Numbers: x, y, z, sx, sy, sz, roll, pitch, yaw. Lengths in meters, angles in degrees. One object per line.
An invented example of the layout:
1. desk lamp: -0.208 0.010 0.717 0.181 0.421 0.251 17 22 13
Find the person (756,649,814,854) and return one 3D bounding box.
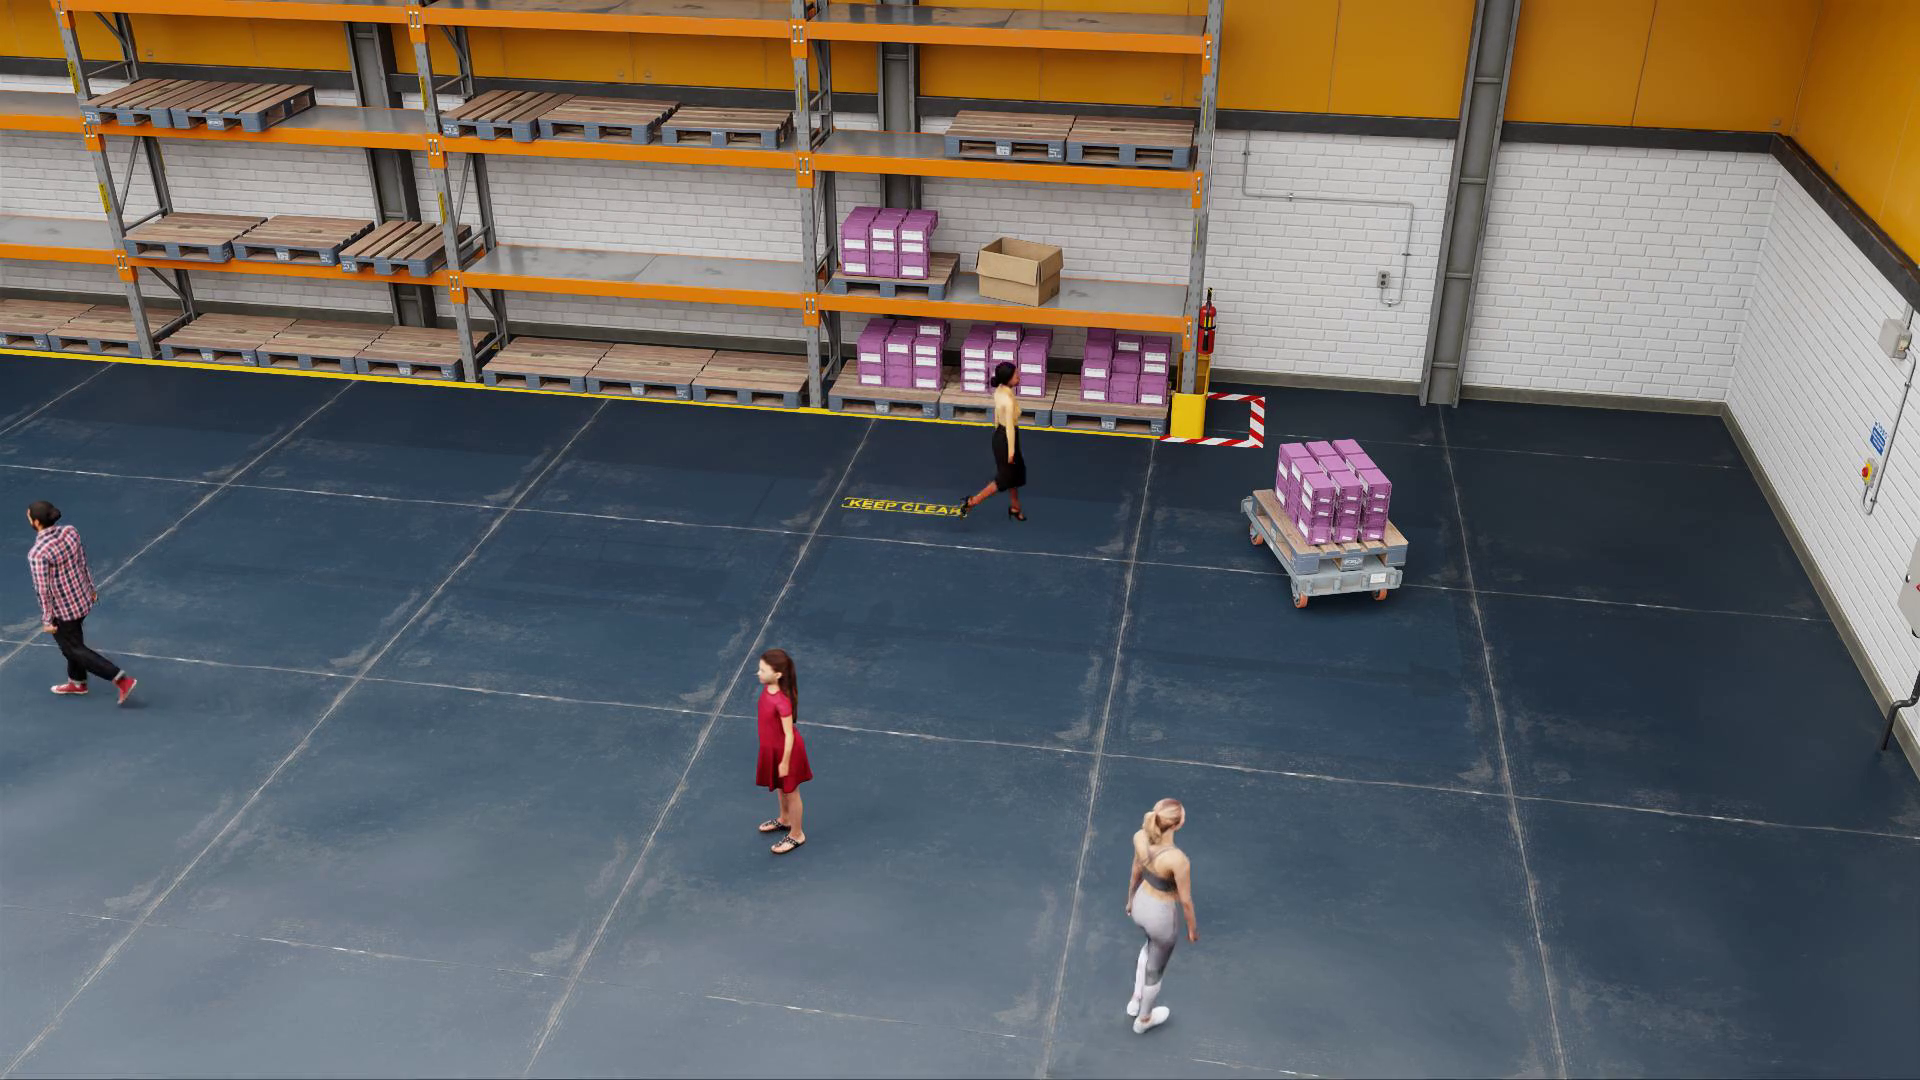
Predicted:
1. person: -1.210 1.399 11.288 0.736 1.553 0.676 -13 31 -22

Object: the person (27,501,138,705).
1. person: -6.786 0.493 12.744 1.052 1.750 0.748 2 29 4

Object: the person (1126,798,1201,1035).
1. person: 1.081 2.217 9.637 0.766 1.698 0.695 -22 35 -34

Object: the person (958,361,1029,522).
1. person: 0.352 -0.850 15.324 0.998 1.636 0.795 -6 29 -12
